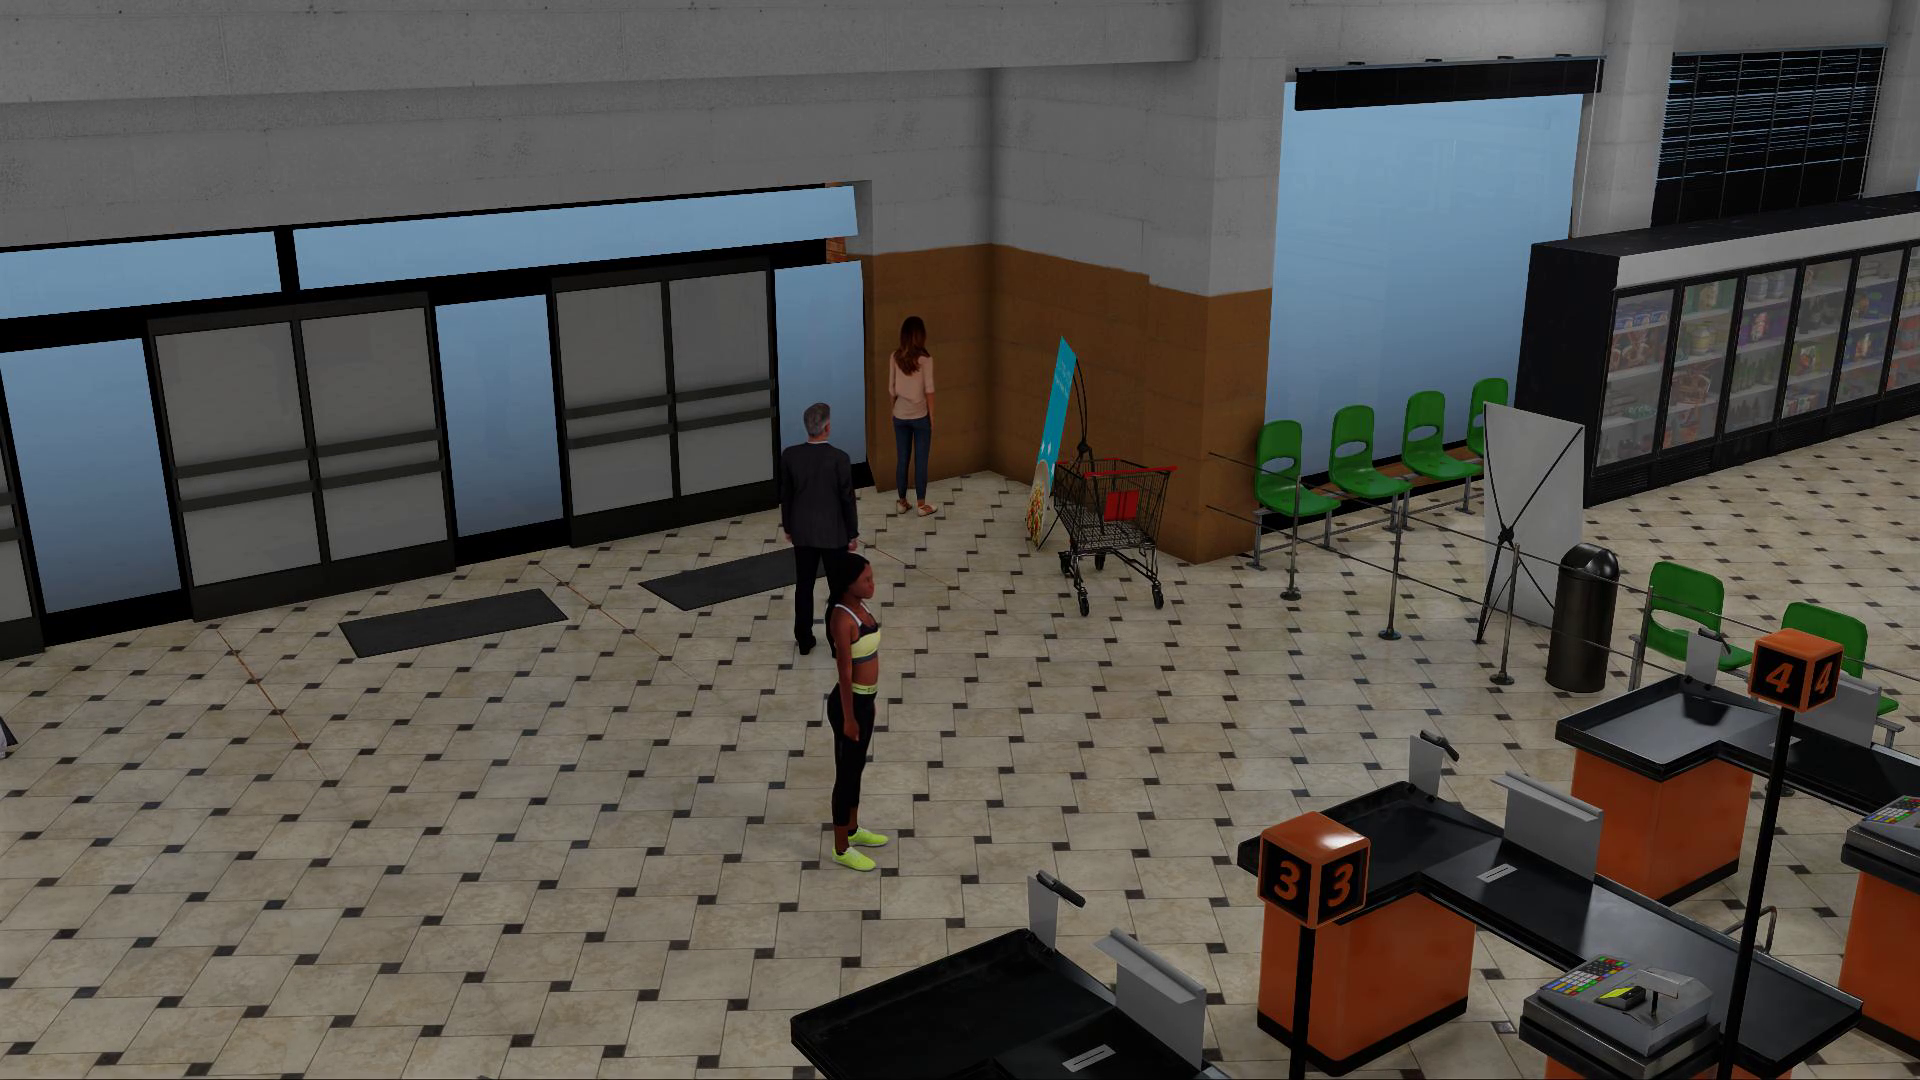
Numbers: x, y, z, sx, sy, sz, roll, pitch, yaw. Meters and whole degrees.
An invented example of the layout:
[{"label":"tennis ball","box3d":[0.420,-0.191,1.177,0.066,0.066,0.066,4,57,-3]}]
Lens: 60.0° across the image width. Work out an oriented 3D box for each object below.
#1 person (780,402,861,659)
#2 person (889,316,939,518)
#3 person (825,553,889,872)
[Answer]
[{"label":"person","box3d":[-0.978,-0.073,11.678,0.778,1.841,0.868,5,19,15]},{"label":"person","box3d":[-0.427,-1.104,14.811,0.612,1.792,0.728,9,21,26]},{"label":"person","box3d":[-0.585,0.900,8.926,0.696,1.755,0.641,4,19,11]}]
